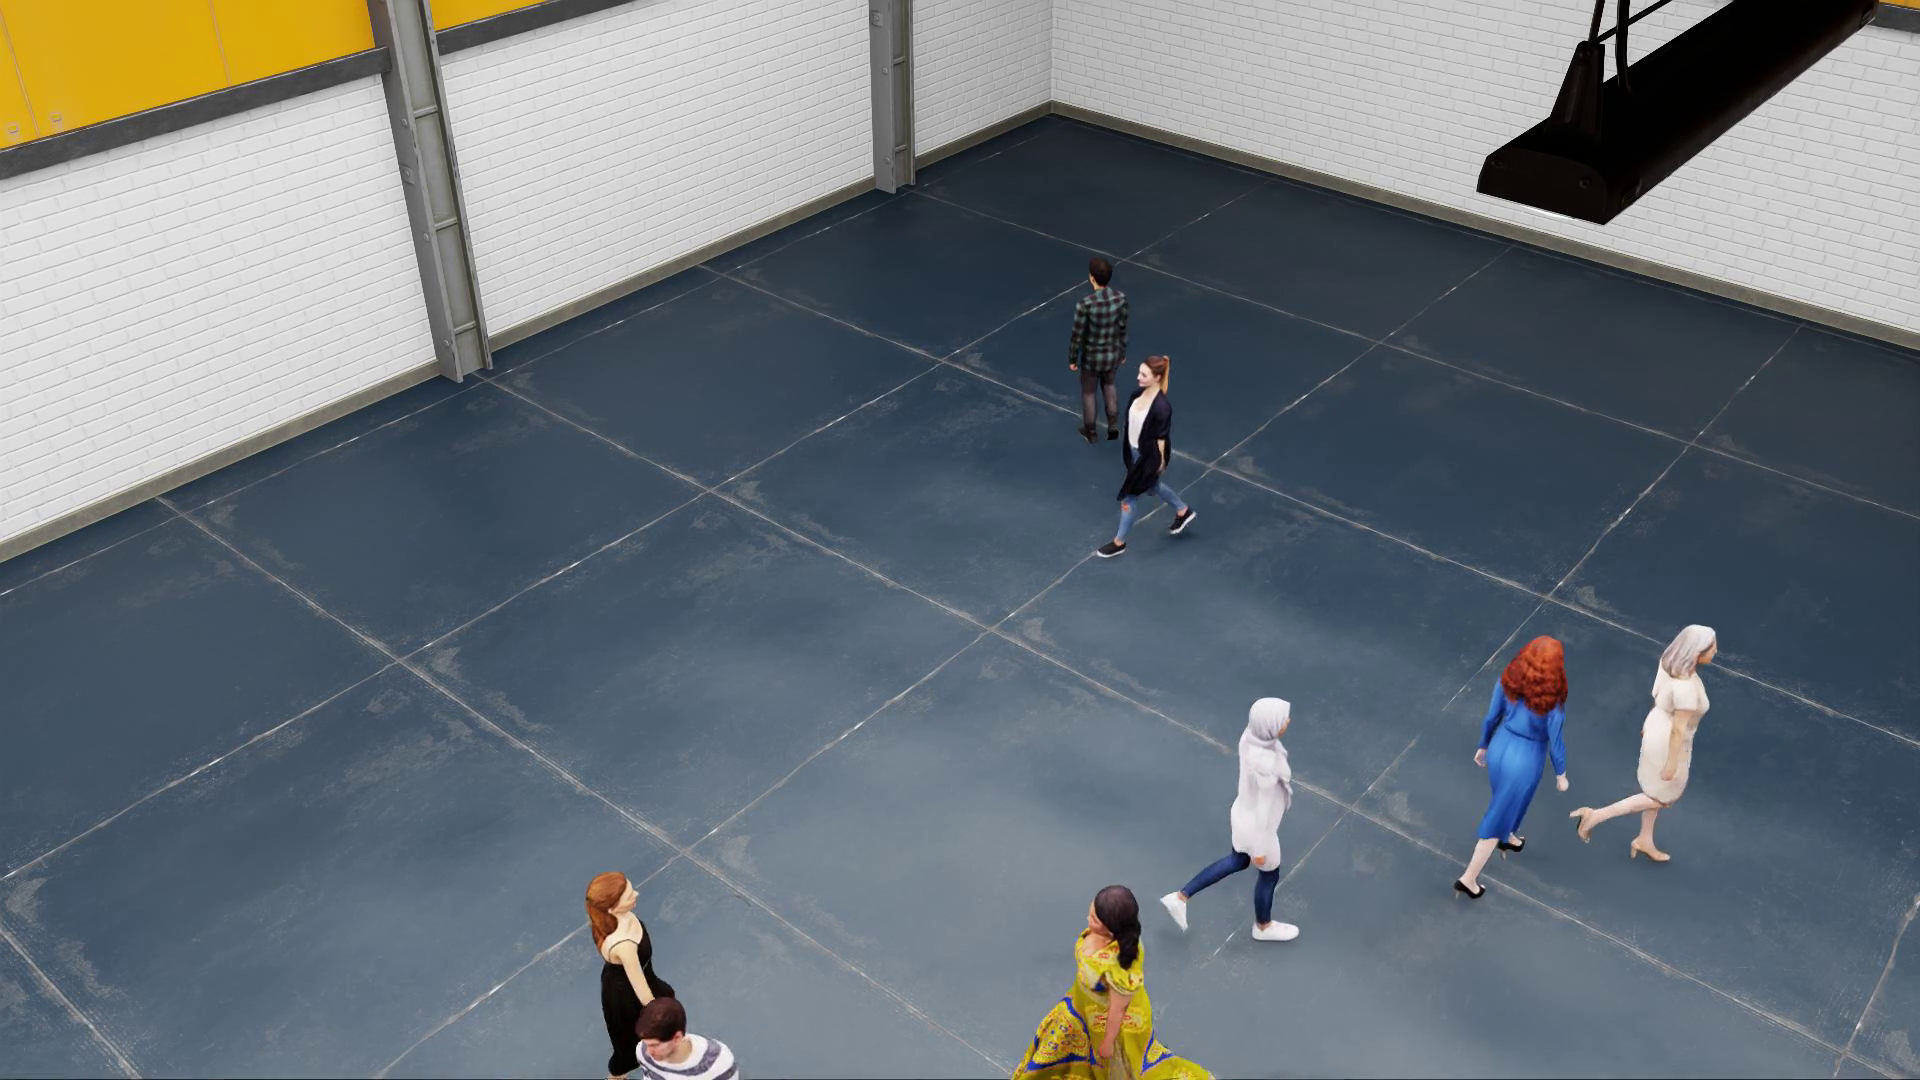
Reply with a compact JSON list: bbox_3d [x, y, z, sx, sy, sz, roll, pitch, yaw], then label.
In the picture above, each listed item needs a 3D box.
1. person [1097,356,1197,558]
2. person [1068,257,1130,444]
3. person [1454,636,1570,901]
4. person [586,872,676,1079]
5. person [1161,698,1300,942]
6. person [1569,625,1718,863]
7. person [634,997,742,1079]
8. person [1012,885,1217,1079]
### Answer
[{"bbox_3d":[1.491,-0.641,12.628,1.196,1.652,0.957,-13,36,-19],"label":"person"},{"bbox_3d":[1.202,-1.550,14.020,0.829,1.704,0.881,-10,35,-15],"label":"person"},{"bbox_3d":[3.080,1.363,9.478,1.018,1.801,0.839,-16,37,-22],"label":"person"},{"bbox_3d":[-1.739,2.275,8.285,0.894,1.603,0.801,-8,35,-12],"label":"person"},{"bbox_3d":[1.544,1.581,9.194,1.100,1.753,1.058,-1,34,-2],"label":"person"},{"bbox_3d":[4.034,1.230,9.752,0.928,1.719,0.930,4,34,6],"label":"person"},{"bbox_3d":[-1.113,2.629,7.556,0.829,1.819,0.937,10,35,15],"label":"person"},{"bbox_3d":[0.832,2.320,8.201,1.416,1.621,1.282,-6,34,-9],"label":"person"}]
